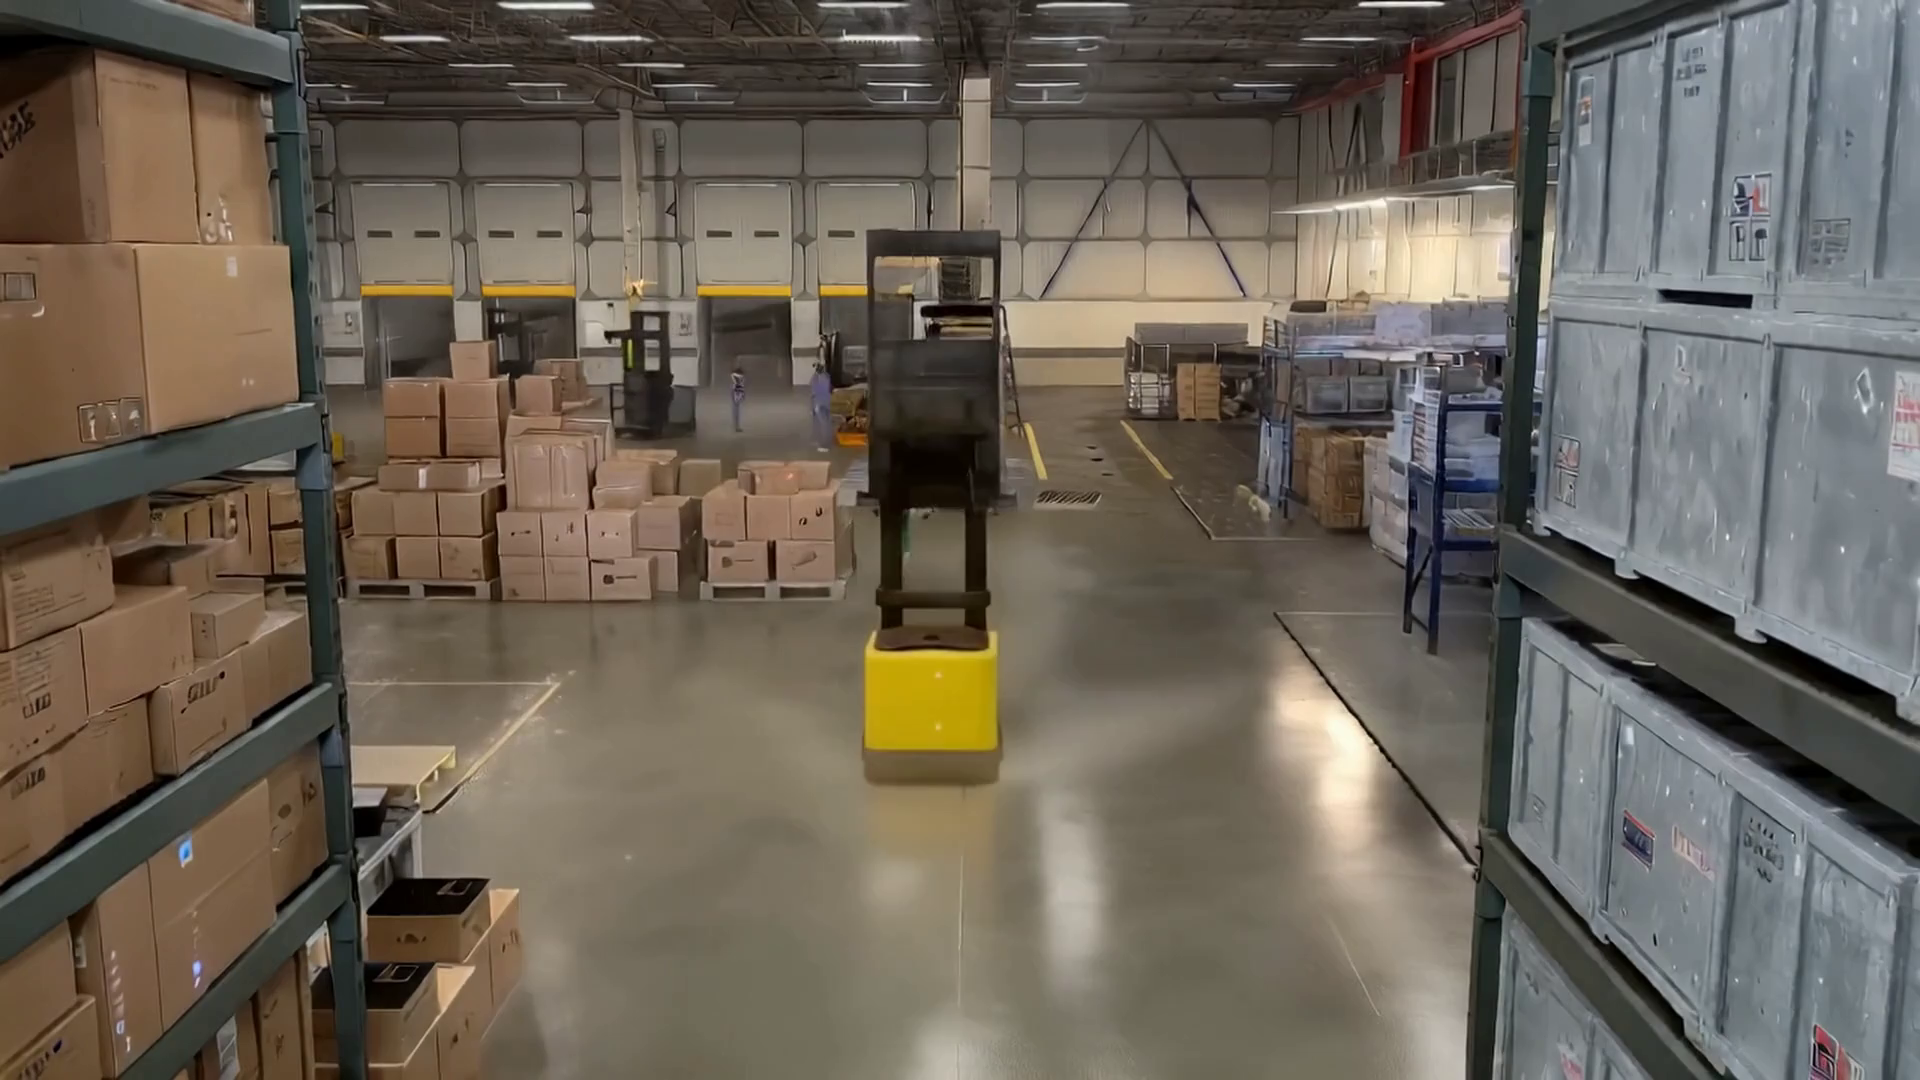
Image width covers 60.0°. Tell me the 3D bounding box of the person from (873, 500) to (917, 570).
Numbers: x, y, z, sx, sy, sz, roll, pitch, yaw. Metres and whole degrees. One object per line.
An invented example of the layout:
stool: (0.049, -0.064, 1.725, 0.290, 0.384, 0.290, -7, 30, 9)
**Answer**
person: (-0.787, -0.512, 21.500, 0.669, 1.891, 0.552, -7, 12, -35)

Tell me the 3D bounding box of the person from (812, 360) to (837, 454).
person: (-2.722, -2.724, 34.184, 0.701, 1.917, 0.661, 3, 10, 19)

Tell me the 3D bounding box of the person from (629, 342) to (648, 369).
person: (-9.160, -5.015, 47.390, 0.548, 1.929, 0.388, 1, 10, 5)

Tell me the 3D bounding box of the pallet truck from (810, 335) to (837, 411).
pallet truck: (-3.021, -4.312, 43.126, 1.885, 1.965, 0.823, 3, 10, 17)

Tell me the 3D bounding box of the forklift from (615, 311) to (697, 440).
forklift: (-6.885, -3.733, 37.240, 1.129, 2.768, 1.873, 5, 11, 29)

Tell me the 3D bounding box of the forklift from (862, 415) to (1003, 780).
forklift: (-0.217, 0.374, 13.542, 1.129, 2.768, 1.873, 0, 10, 1)

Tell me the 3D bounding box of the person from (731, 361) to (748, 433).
person: (-5.097, -3.298, 38.317, 0.308, 1.635, 0.524, 3, 10, 18)

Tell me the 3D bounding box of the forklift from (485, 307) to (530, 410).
forklift: (-10.754, -4.150, 39.646, 1.129, 2.768, 1.873, 0, 10, 1)
